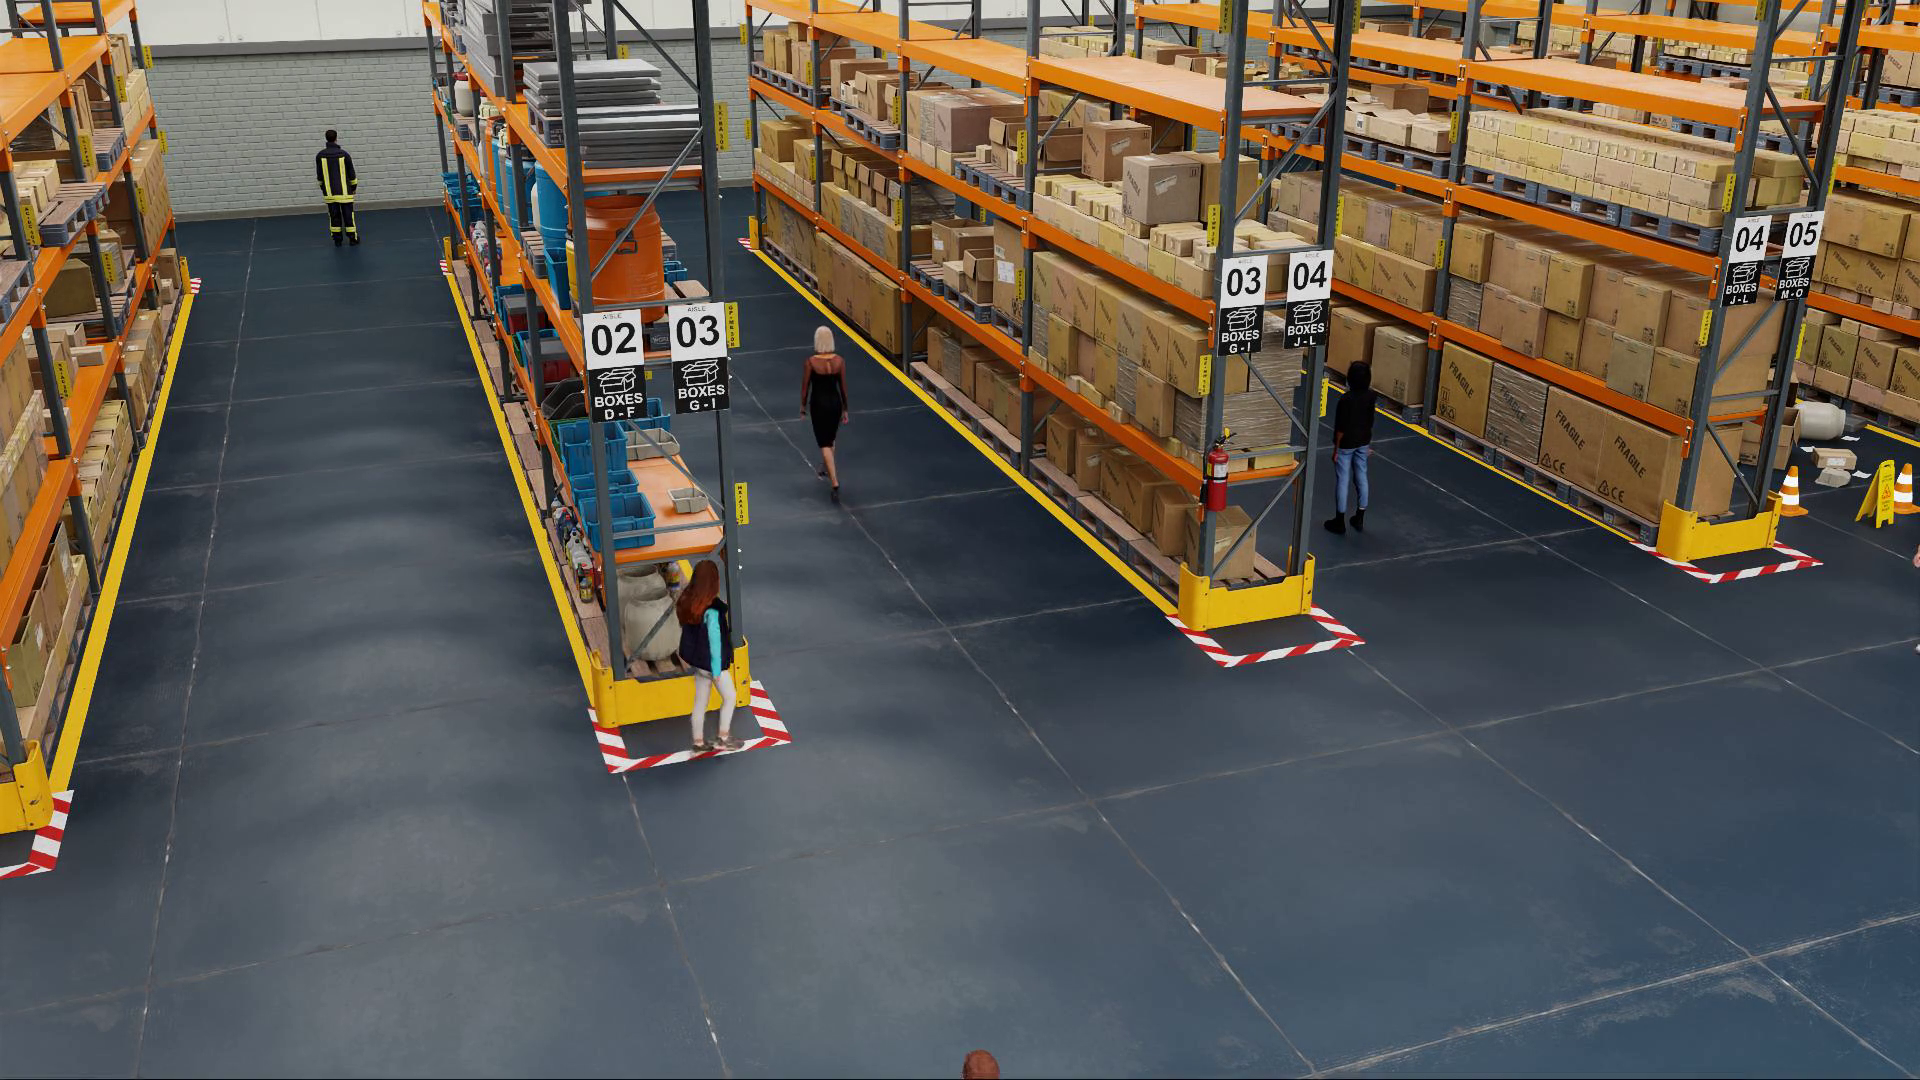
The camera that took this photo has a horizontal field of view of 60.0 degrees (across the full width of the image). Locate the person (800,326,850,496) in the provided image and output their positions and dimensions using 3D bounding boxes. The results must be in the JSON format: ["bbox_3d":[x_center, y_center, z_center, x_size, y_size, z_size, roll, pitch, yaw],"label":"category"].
[{"bbox_3d":[-1.342,-1.272,16.903,0.635,1.708,1.050,-9,24,-22],"label":"person"}]

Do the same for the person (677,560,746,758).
[{"bbox_3d":[-1.887,0.875,11.956,0.696,1.479,0.624,-14,26,-30],"label":"person"}]

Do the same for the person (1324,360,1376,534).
[{"bbox_3d":[3.773,-0.900,16.002,0.566,1.701,0.523,-8,24,-19],"label":"person"}]

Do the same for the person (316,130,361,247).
[{"bbox_3d":[-10.494,-5.942,28.032,0.825,1.926,0.711,-4,23,-11],"label":"person"}]
